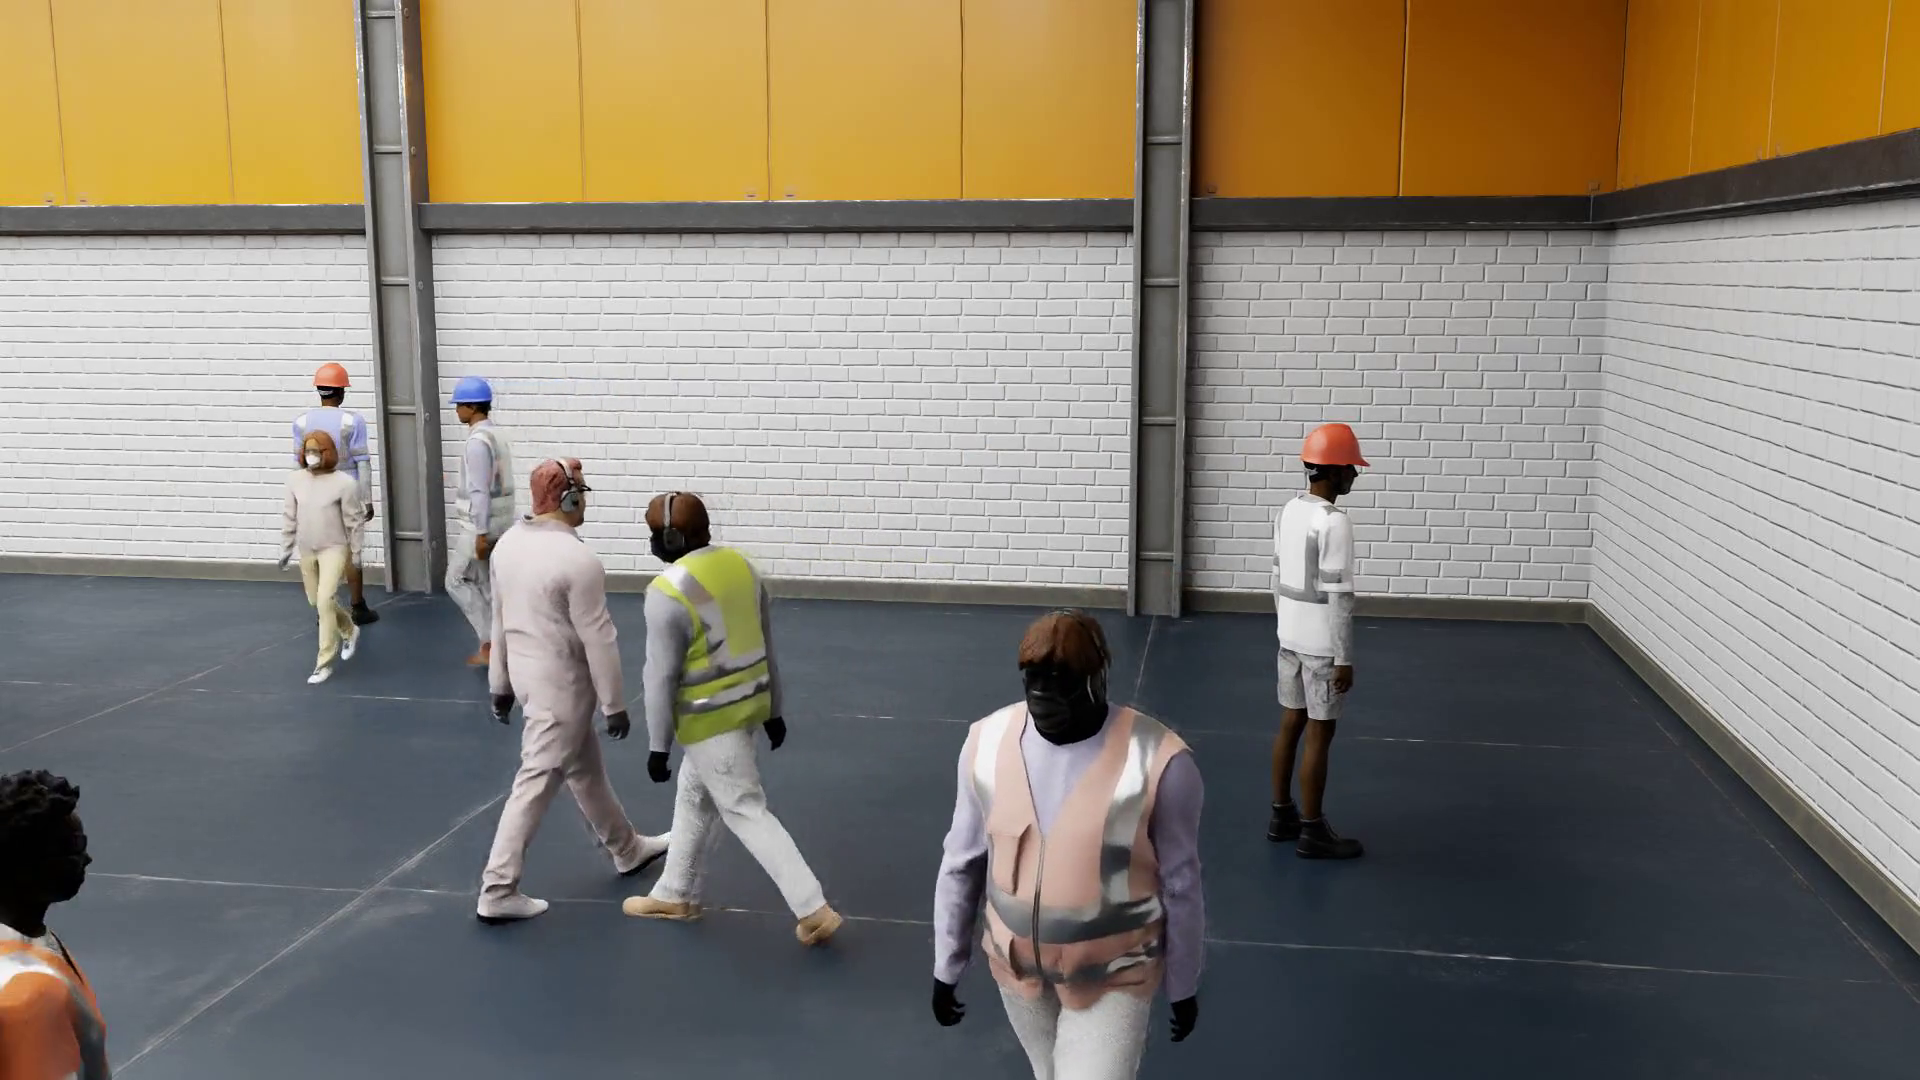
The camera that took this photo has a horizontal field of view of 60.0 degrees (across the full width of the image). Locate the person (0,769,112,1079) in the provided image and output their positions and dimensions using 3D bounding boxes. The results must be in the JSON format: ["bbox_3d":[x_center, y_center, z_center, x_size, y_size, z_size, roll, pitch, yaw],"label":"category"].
[{"bbox_3d":[-1.802,1.261,3.274,0.886,1.646,0.547,-6,11,-32],"label":"person"}]

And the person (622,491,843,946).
[{"bbox_3d":[-0.883,0.698,6.422,0.993,1.777,0.631,4,10,21],"label":"person"}]

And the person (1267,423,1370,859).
[{"bbox_3d":[1.611,0.444,7.425,0.377,1.936,0.549,-3,10,-17],"label":"person"}]

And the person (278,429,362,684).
[{"bbox_3d":[-4.092,0.068,10.771,0.499,1.603,0.763,2,9,12],"label":"person"}]

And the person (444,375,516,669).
[{"bbox_3d":[-3.112,-0.103,10.814,0.459,1.926,0.639,0,9,-3],"label":"person"}]

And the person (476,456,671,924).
[{"bbox_3d":[-1.593,0.586,6.797,1.020,1.853,0.667,-8,13,-42],"label":"person"}]

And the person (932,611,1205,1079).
[{"bbox_3d":[0.224,1.064,4.044,0.650,1.791,0.944,5,11,29],"label":"person"}]

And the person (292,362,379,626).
[{"bbox_3d":[-4.574,-0.331,12.209,0.551,1.935,0.371,0,9,1],"label":"person"}]
